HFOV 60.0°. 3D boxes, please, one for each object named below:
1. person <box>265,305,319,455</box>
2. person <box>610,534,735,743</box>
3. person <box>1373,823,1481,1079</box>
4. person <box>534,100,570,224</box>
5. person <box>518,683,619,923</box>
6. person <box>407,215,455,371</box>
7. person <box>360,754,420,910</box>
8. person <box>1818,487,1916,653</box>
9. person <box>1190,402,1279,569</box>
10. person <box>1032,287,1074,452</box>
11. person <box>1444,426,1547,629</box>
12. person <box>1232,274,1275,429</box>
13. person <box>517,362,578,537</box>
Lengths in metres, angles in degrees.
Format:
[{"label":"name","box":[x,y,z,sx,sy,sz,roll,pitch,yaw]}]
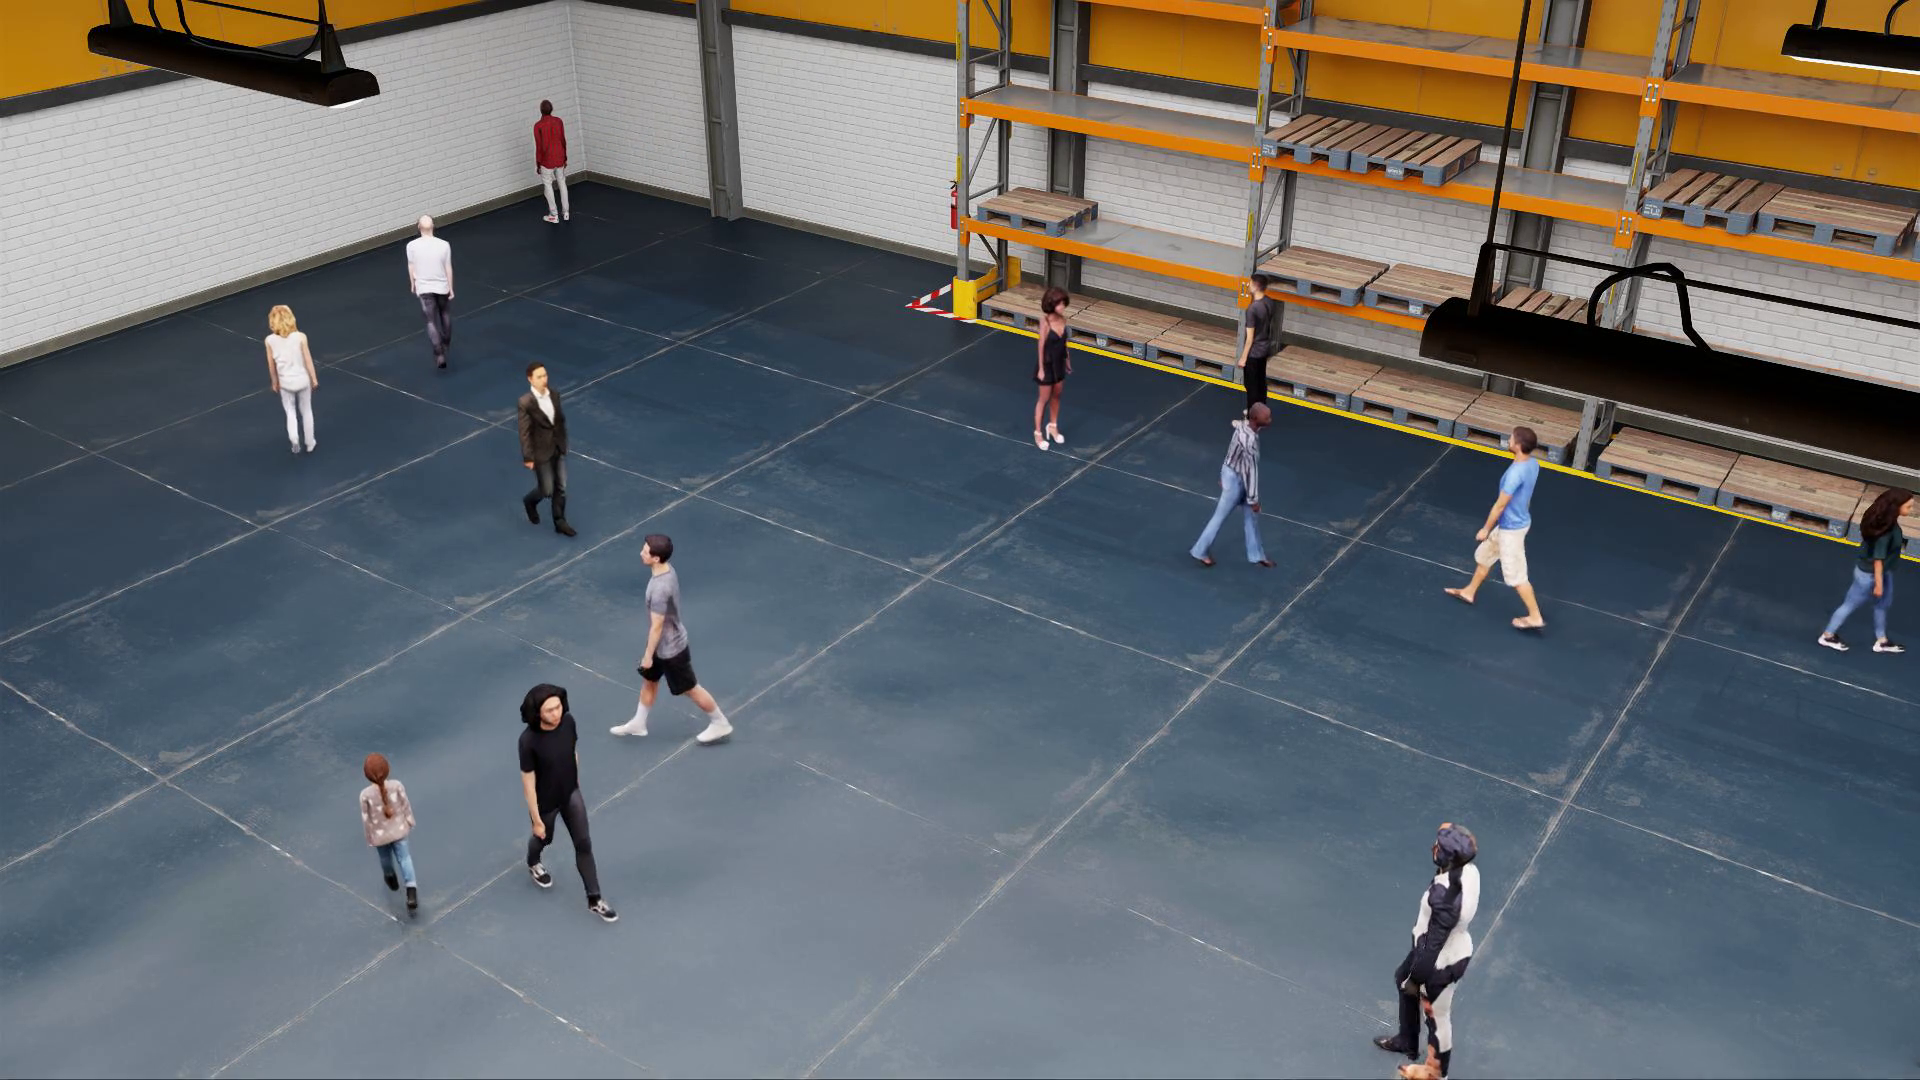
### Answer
[{"label":"person","box":[-7.062,-1.661,17.603,0.832,1.661,0.899,-6,29,-11]},{"label":"person","box":[-2.154,0.809,12.898,1.275,1.832,1.175,-3,29,-5]},{"label":"person","box":[2.901,2.484,9.775,0.779,1.881,0.774,12,31,21]},{"label":"person","box":[-6.073,-5.660,24.770,0.716,1.819,0.666,-23,36,-35]},{"label":"person","box":[-2.808,1.709,11.290,1.188,1.791,0.761,24,37,37]},{"label":"person","box":[-6.258,-2.922,19.762,1.079,1.808,1.328,-13,31,-22]},{"label":"person","box":[-3.898,2.007,11.382,0.711,1.179,0.889,-15,32,-25]},{"label":"person","box":[7.668,0.253,14.163,0.914,1.594,0.642,15,32,25]},{"label":"person","box":[2.467,-0.476,15.356,1.161,1.732,0.964,0,29,1]},{"label":"person","box":[0.962,-1.862,17.839,0.632,1.787,0.605,-24,37,-37]},{"label":"person","box":[4.892,-0.069,14.512,1.185,1.827,0.633,19,34,31]},{"label":"person","box":[3.245,-2.070,18.248,0.508,1.762,0.636,18,34,30]},{"label":"person","box":[-4.043,-0.893,16.065,0.842,1.787,0.675,19,34,31]}]
